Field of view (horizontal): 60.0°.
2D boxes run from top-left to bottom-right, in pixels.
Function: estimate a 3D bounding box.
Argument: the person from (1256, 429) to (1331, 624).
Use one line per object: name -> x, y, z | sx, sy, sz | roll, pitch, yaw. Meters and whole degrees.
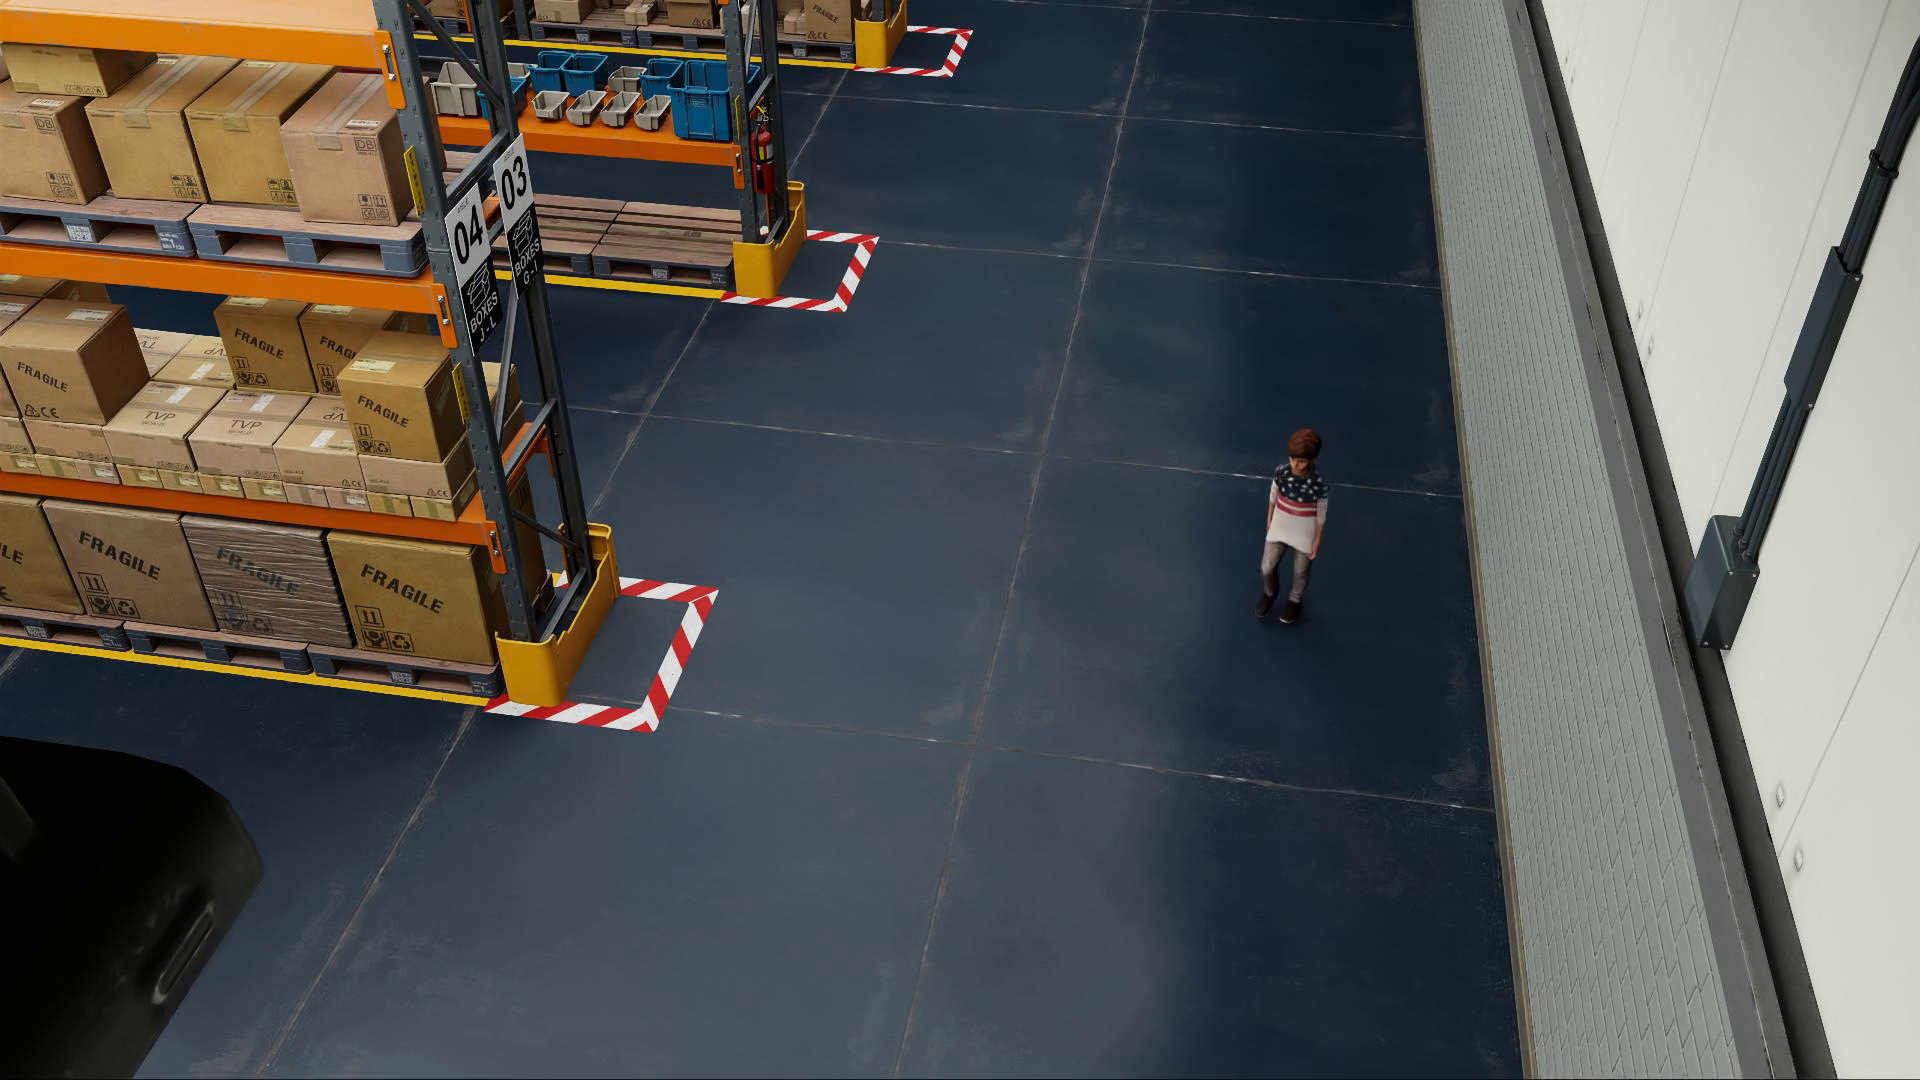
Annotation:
person -> 2.094, -0.121, 10.269 | 0.553, 1.429, 0.652 | 16, 41, 19
